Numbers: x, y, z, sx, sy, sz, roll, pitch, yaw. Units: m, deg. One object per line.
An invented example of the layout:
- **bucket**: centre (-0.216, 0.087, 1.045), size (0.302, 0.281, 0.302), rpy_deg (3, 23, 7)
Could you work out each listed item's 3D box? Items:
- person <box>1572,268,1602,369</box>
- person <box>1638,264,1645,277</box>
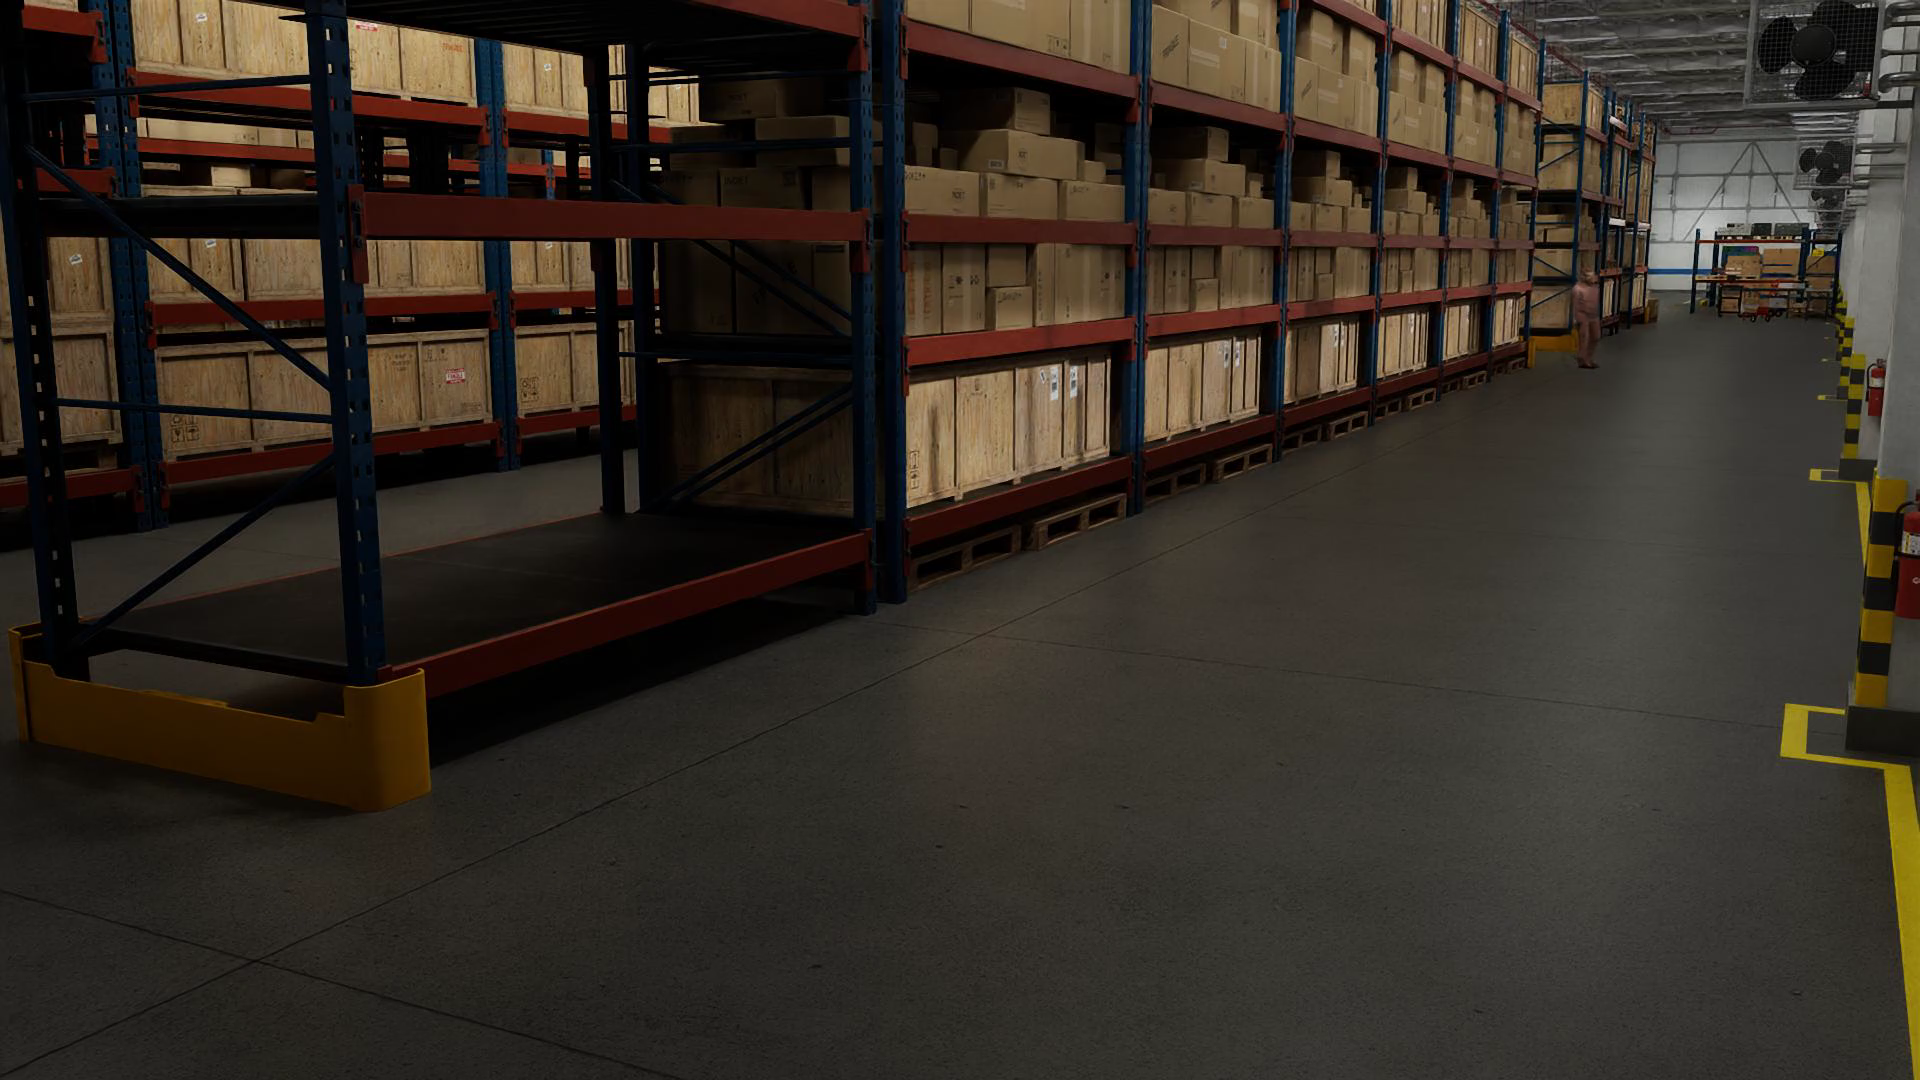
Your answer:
- **person**: centre (11.865, -4.177, 31.380), size (0.664, 1.892, 0.456), rpy_deg (-4, 11, -21)
- **person**: centre (36.390, -13.961, 88.768), size (0.523, 1.636, 0.310), rpy_deg (3, 10, 15)
